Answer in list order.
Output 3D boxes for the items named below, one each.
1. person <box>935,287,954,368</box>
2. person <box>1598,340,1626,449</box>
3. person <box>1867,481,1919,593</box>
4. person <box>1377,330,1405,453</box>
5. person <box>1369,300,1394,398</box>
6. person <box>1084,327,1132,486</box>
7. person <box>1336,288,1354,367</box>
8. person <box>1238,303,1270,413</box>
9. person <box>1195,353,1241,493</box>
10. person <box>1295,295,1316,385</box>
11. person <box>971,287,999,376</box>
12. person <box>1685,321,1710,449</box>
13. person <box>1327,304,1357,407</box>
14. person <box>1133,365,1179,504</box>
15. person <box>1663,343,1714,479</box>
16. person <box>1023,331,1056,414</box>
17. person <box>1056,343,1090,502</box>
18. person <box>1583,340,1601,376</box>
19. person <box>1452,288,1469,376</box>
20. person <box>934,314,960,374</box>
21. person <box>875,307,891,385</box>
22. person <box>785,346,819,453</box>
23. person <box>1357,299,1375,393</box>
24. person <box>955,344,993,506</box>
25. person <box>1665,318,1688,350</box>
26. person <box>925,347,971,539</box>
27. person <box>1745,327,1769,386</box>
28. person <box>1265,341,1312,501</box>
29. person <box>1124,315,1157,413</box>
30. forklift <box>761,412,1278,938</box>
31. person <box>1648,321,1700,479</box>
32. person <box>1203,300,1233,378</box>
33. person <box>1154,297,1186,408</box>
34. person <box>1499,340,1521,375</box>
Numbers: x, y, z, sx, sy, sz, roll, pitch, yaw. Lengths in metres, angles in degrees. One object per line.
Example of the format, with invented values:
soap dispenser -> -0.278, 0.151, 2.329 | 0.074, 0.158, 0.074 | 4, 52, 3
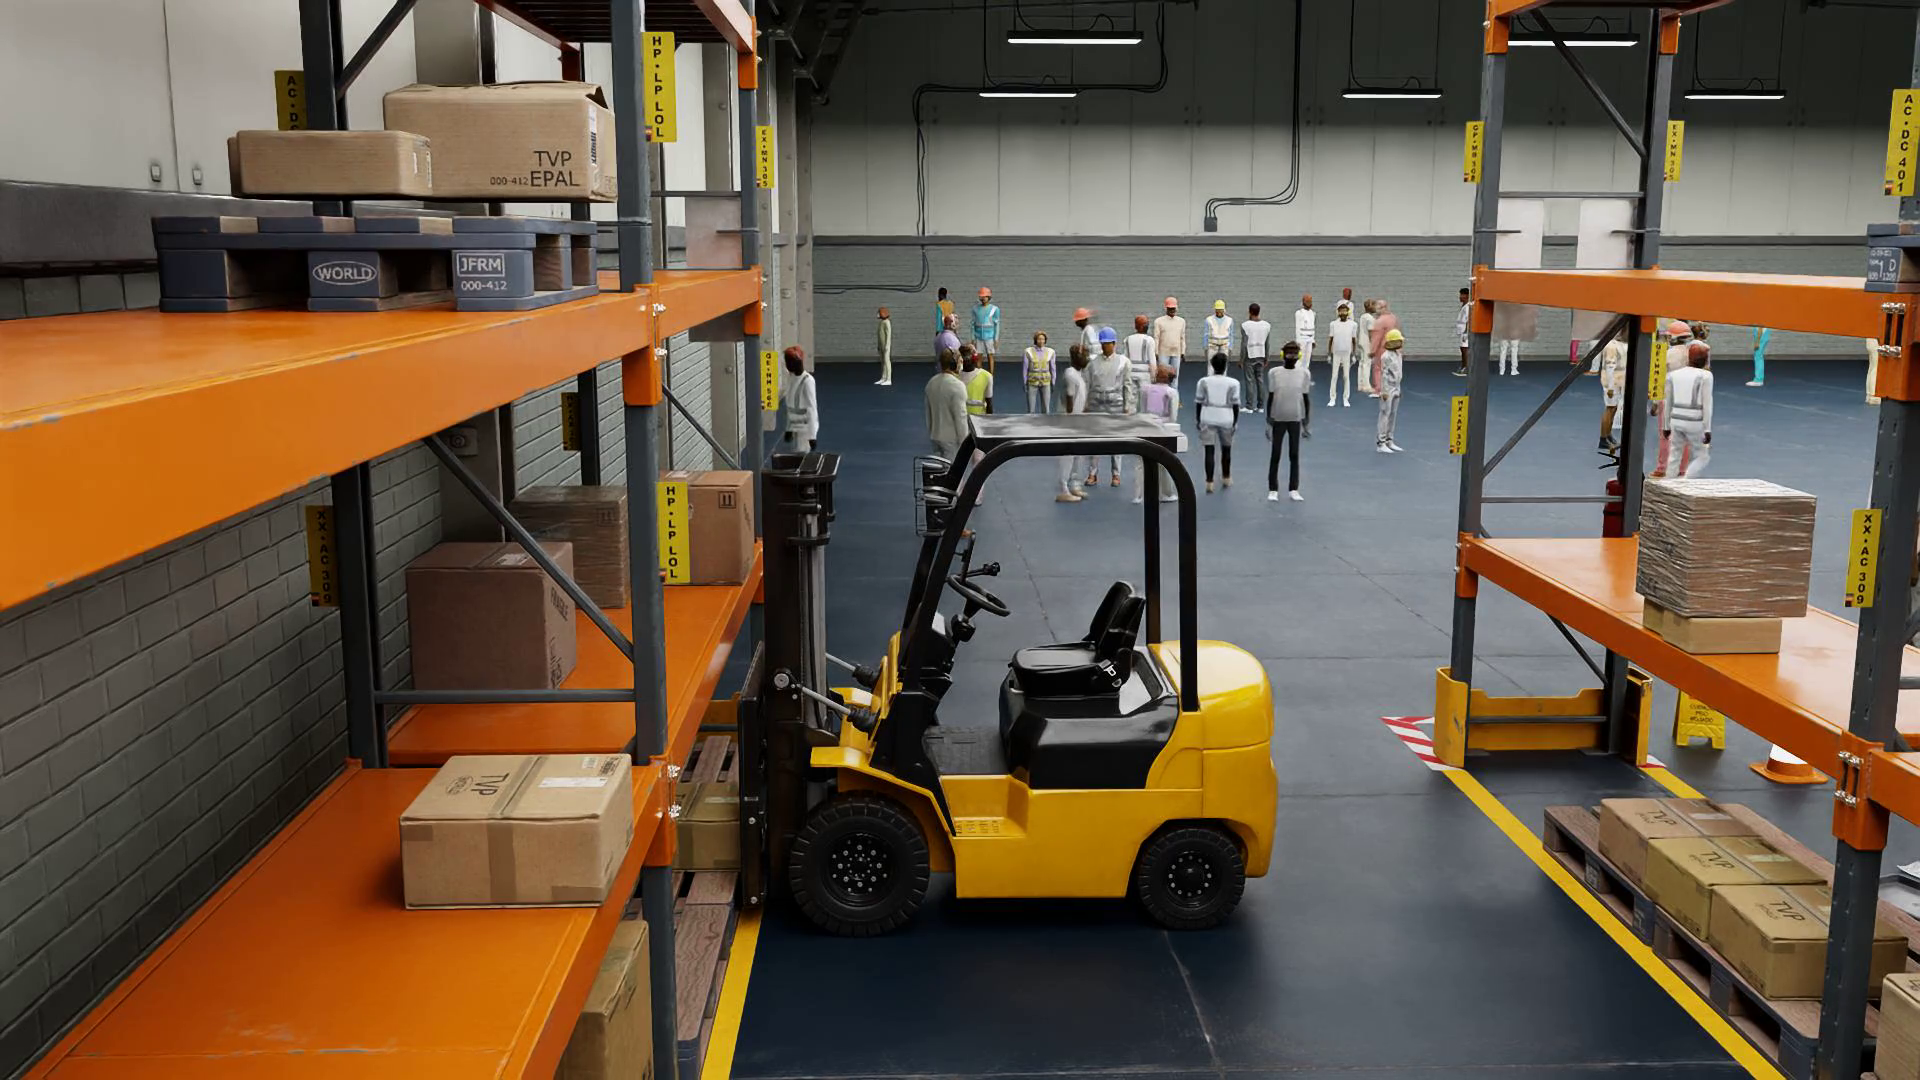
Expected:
person -> -0.346, -5.012, 39.362 | 0.388, 1.911, 0.585 | 7, 12, 33
person -> 9.458, -2.260, 24.000 | 0.389, 1.923, 0.546 | 6, 12, 30
person -> 6.220, 0.096, 11.102 | 0.387, 1.838, 0.561 | 2, 10, 8
person -> 6.151, -2.122, 23.701 | 0.282, 1.746, 0.493 | 9, 13, 39
person -> 8.096, -3.678, 31.995 | 0.424, 1.881, 0.677 | 6, 12, 30
person -> 1.797, -1.626, 20.372 | 0.604, 1.949, 0.389 | 3, 10, 14
person -> 9.239, -5.096, 39.919 | 0.372, 1.879, 0.582 | -5, 11, -28
person -> 5.154, -3.182, 29.128 | 0.600, 1.916, 0.376 | -5, 11, -25
person -> 3.101, -1.418, 20.002 | 0.549, 1.648, 0.852 | 2, 10, 13
person -> 7.191, -4.145, 34.594 | 0.574, 1.883, 0.355 | -9, 14, -41
person -> 0.514, -4.218, 34.548 | 0.605, 2.045, 0.377 | 3, 11, 18
person -> 10.637, -2.229, 24.022 | 0.345, 1.847, 0.508 | -2, 10, -11
person -> 6.942, -3.355, 30.229 | 0.514, 1.872, 0.328 | 3, 11, 14
person -> 2.248, -1.200, 19.010 | 0.519, 1.598, 0.611 | 9, 14, 41
person -> 8.078, -1.256, 18.497 | 0.378, 1.877, 0.675 | -6, 12, -30
person -> 1.216, -2.383, 25.497 | 0.517, 1.631, 0.314 | -1, 10, -4
person -> 1.285, -1.344, 19.121 | 0.370, 1.832, 0.603 | 2, 10, 12
person -> 14.210, -4.651, 37.252 | 0.355, 1.938, 0.634 | 6, 12, 30
person -> 11.284, -4.659, 37.221 | 0.363, 1.965, 0.610 | 1, 10, 7
person -> -0.147, -2.458, 25.157 | 0.399, 1.900, 0.644 | -4, 11, -22
person -> -1.602, -4.061, 34.821 | 0.280, 1.633, 0.502 | -5, 11, -24
person -> -1.716, -1.204, 18.323 | 0.539, 1.853, 0.783 | -4, 11, -22
person -> 8.100, -3.846, 33.030 | 0.344, 1.847, 0.504 | -1, 10, -8
person -> 0.103, -1.306, 18.872 | 0.565, 1.847, 0.396 | 3, 11, 19
person -> 15.270, -4.289, 35.502 | 0.429, 1.846, 0.631 | 1, 10, 4
person -> -0.108, -0.976, 16.781 | 0.373, 1.940, 0.627 | -7, 12, -34
person -> 16.605, -4.111, 34.552 | 0.357, 1.835, 0.516 | 6, 12, 31
person -> 3.799, -1.372, 19.198 | 0.549, 1.866, 0.324 | 1, 10, 5
person -> 2.731, -2.443, 25.110 | 0.572, 1.883, 0.356 | 10, 14, 43
forklift -> 0.291, 0.548, 7.580 | 2.313, 2.155, 1.214 | 0, 10, -2
person -> 8.987, -1.746, 20.916 | 0.622, 1.993, 0.384 | -2, 10, -9
person -> 5.135, -3.845, 33.057 | 0.590, 1.833, 0.404 | 0, 10, 0
person -> 3.770, -3.360, 29.907 | 0.622, 1.994, 0.380 | -3, 11, -16
person -> 12.405, -4.688, 37.516 | 0.593, 1.921, 0.391 | 5, 12, 28
